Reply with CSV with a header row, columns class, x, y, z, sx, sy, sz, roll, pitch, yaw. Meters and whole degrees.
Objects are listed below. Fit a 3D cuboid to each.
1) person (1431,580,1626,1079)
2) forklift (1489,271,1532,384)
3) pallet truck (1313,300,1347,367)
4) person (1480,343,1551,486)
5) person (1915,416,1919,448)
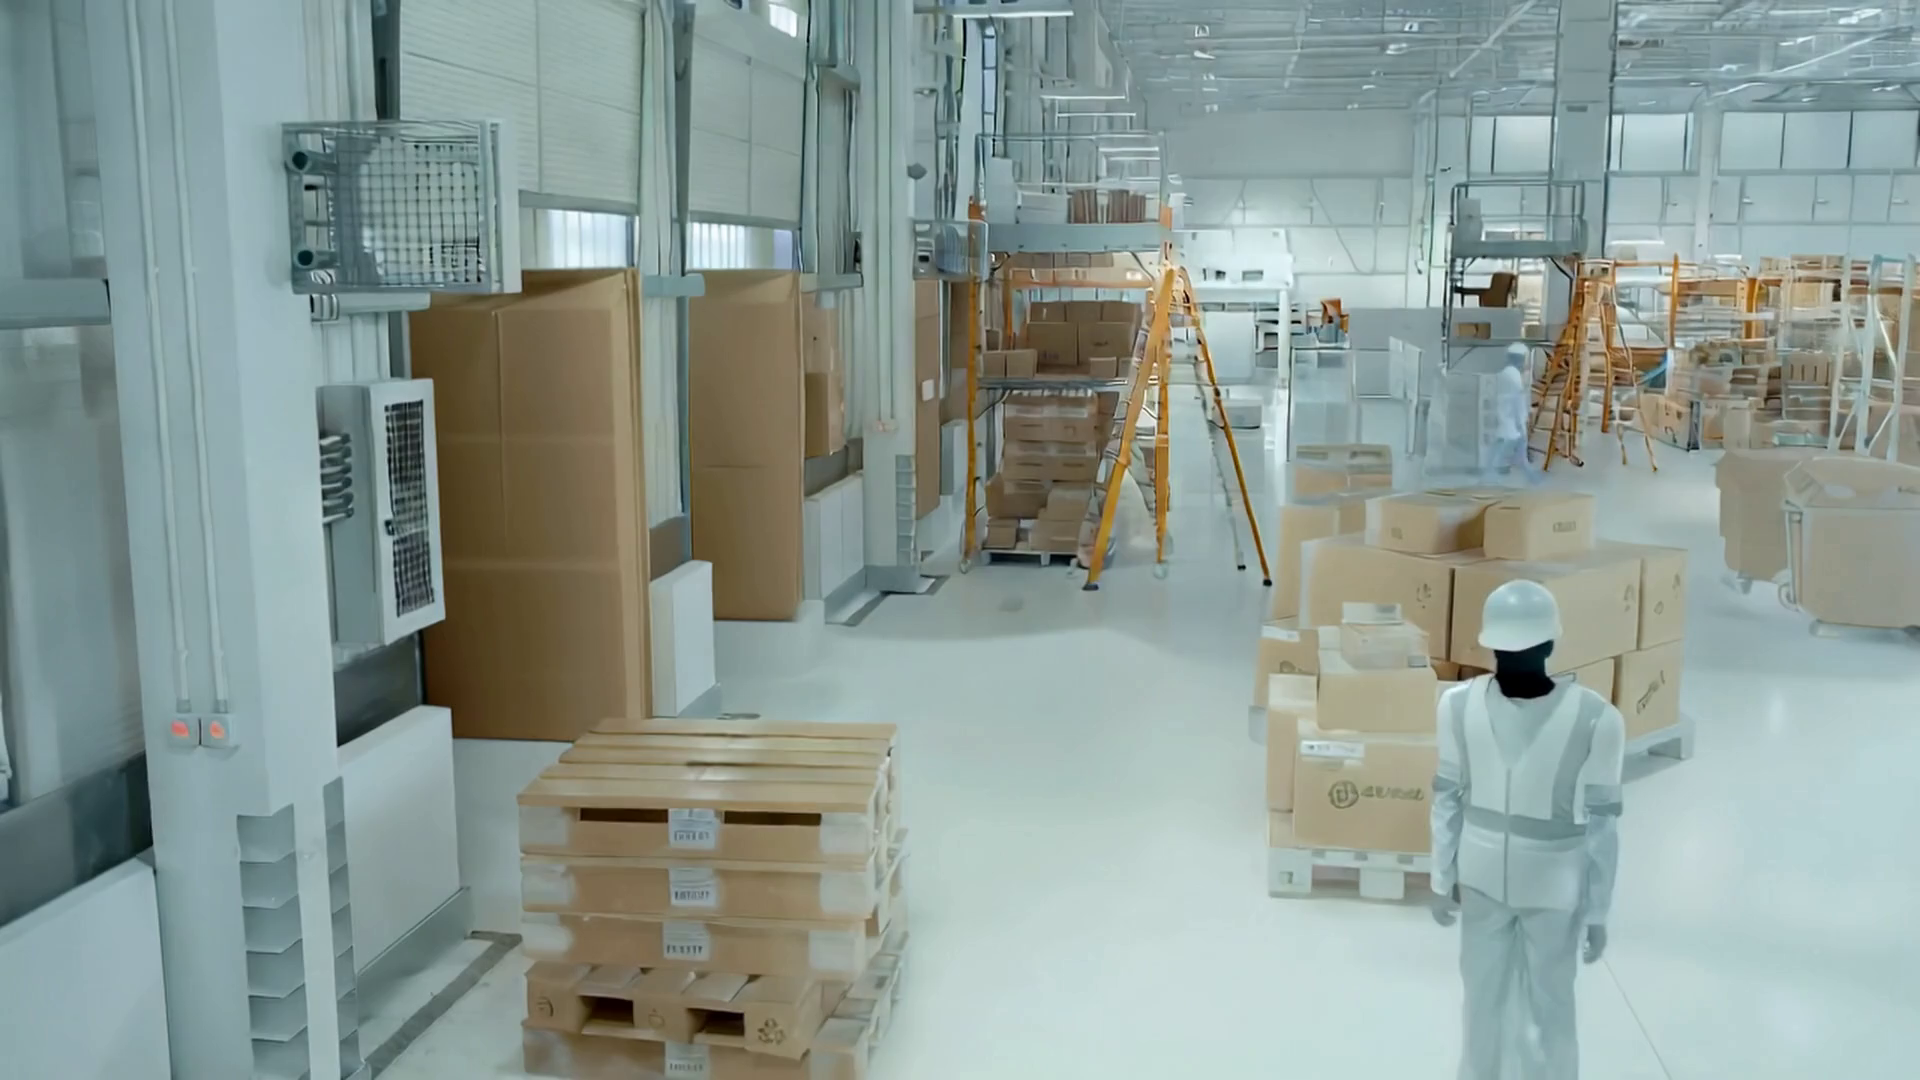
class,x,y,z,sx,sy,sz,roll,pitch,yaw
person,1.729,1.064,5.170,0.586,1.918,0.398,7,12,37
forklift,13.422,-5.322,41.591,1.873,2.768,1.129,1,9,9
pallet truck,11.159,-6.200,49.718,0.823,1.965,1.885,4,10,26
person,7.364,-1.643,21.937,0.970,1.880,0.646,2,9,12
person,15.595,-2.332,26.671,0.321,1.738,0.486,7,12,37
